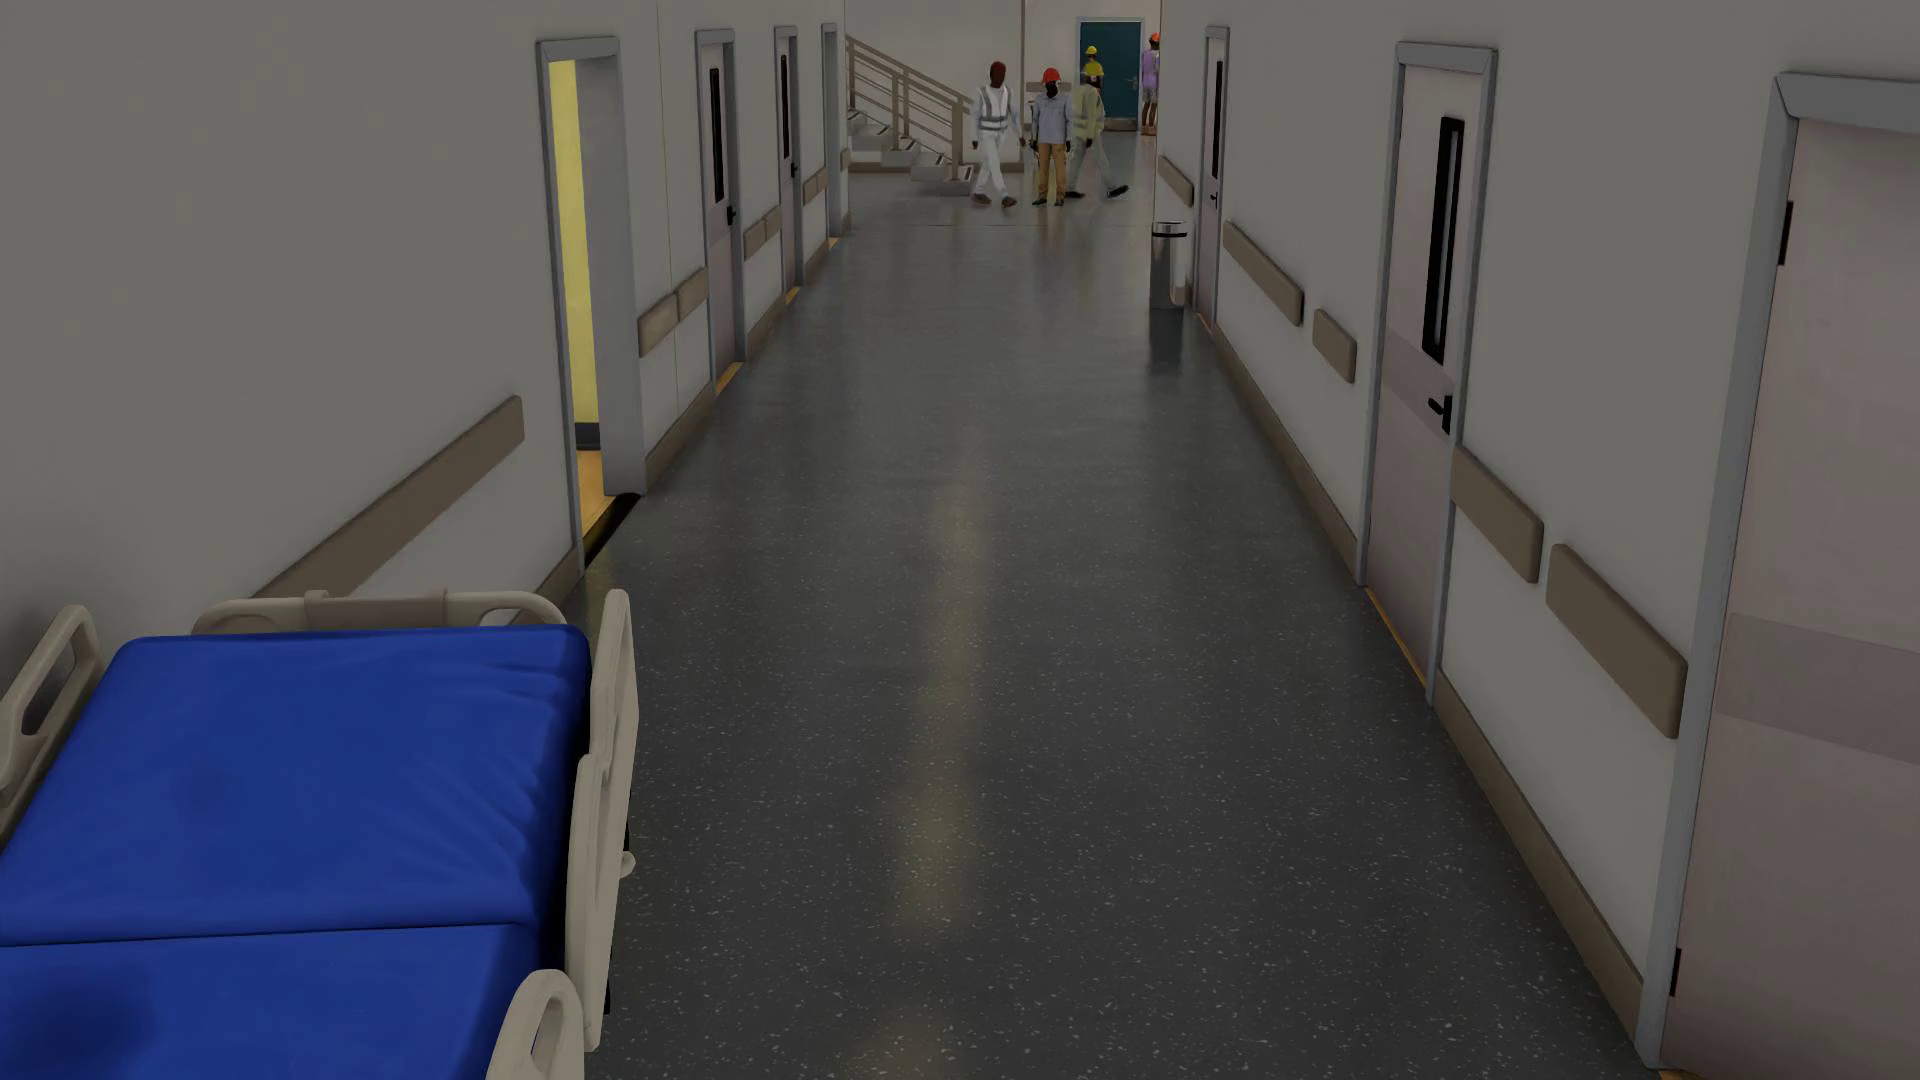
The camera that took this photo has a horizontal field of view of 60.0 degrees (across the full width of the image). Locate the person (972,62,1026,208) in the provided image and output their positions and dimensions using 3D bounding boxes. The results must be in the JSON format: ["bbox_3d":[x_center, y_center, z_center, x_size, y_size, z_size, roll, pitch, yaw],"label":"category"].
[{"bbox_3d":[0.459,-5.214,21.444,0.598,1.832,1.015,-12,21,-34],"label":"person"}]

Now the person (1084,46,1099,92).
[{"bbox_3d":[2.659,-9.109,33.764,0.303,1.772,0.522,12,21,33],"label":"person"}]

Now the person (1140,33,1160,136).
[{"bbox_3d":[3.912,-9.214,33.675,0.403,2.031,0.612,-11,21,-31],"label":"person"}]

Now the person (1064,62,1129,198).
[{"bbox_3d":[1.826,-5.494,22.373,0.897,1.788,0.596,-6,18,-17],"label":"person"}]

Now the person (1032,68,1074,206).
[{"bbox_3d":[1.180,-5.207,21.523,0.573,1.749,0.342,9,20,26],"label":"person"}]
